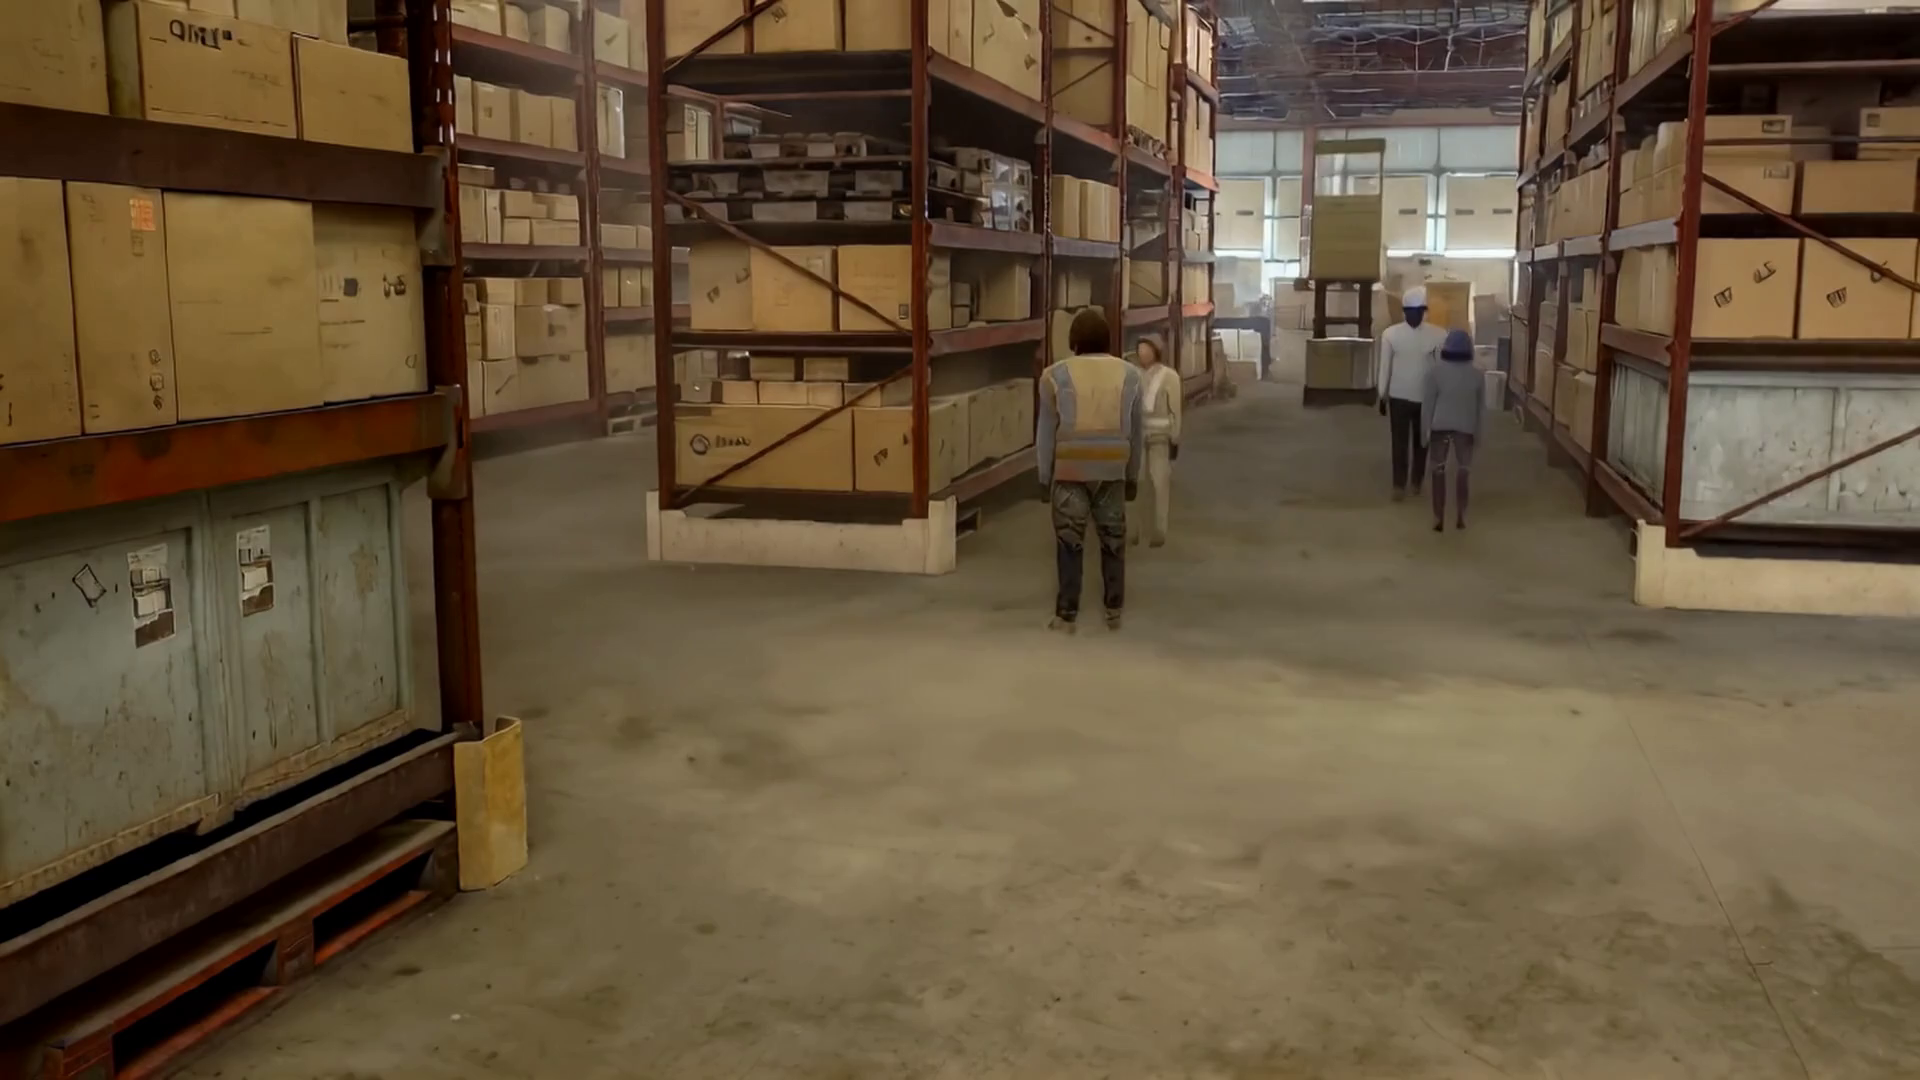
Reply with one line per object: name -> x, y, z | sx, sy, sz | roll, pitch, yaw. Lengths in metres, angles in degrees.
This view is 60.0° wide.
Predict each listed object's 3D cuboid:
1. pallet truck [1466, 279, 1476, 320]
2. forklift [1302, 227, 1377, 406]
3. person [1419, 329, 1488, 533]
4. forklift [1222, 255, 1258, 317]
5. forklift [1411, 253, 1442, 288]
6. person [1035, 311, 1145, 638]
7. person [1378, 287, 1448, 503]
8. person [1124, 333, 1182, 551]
pallet truck -> 18.896, -8.459, 60.307 | 1.885, 1.965, 0.823 | 5, 10, 31
forklift -> 6.101, -3.577, 26.497 | 1.129, 2.768, 1.873 | 2, 9, 15
person -> 3.919, -0.852, 13.212 | 0.501, 1.645, 0.408 | 3, 9, 16
forklift -> 9.336, -8.492, 57.723 | 1.873, 2.768, 1.129 | 0, 9, -3
forklift -> 15.027, -7.866, 53.745 | 1.129, 2.768, 1.873 | -2, 9, -13
person -> 0.719, -0.367, 9.403 | 0.637, 1.840, 0.429 | -2, 9, -14
person -> 4.166, -1.342, 15.274 | 0.633, 1.947, 1.016 | 3, 9, 16
person -> 1.374, -0.719, 12.332 | 0.556, 1.617, 0.585 | 5, 10, 27
